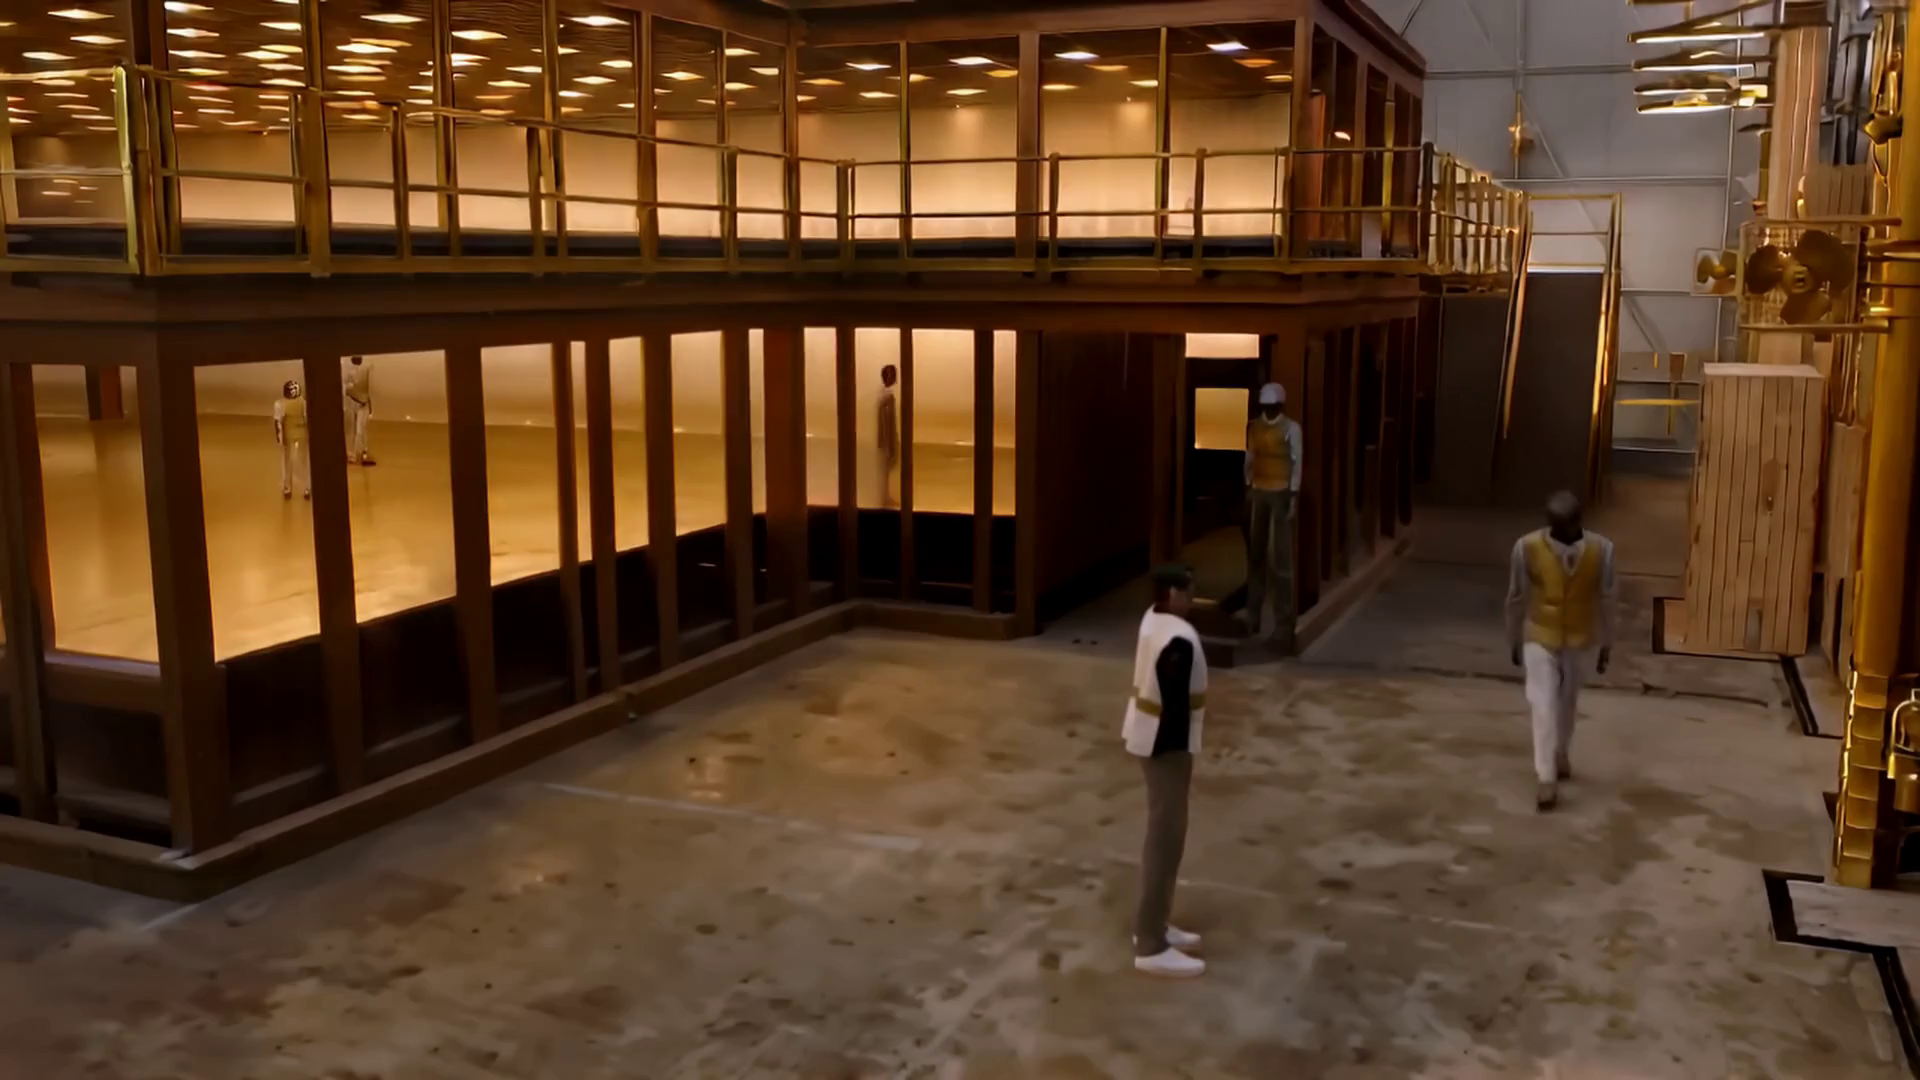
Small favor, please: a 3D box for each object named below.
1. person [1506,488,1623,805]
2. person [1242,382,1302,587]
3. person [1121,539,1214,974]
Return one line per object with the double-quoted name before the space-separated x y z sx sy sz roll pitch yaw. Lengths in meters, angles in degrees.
"person" 3.561 0.575 9.840 0.634 1.808 0.930 2 9 12
"person" 3.014 -0.538 16.150 0.612 1.986 0.407 8 12 40
"person" 0.908 0.938 7.290 0.392 1.911 0.584 0 9 0
